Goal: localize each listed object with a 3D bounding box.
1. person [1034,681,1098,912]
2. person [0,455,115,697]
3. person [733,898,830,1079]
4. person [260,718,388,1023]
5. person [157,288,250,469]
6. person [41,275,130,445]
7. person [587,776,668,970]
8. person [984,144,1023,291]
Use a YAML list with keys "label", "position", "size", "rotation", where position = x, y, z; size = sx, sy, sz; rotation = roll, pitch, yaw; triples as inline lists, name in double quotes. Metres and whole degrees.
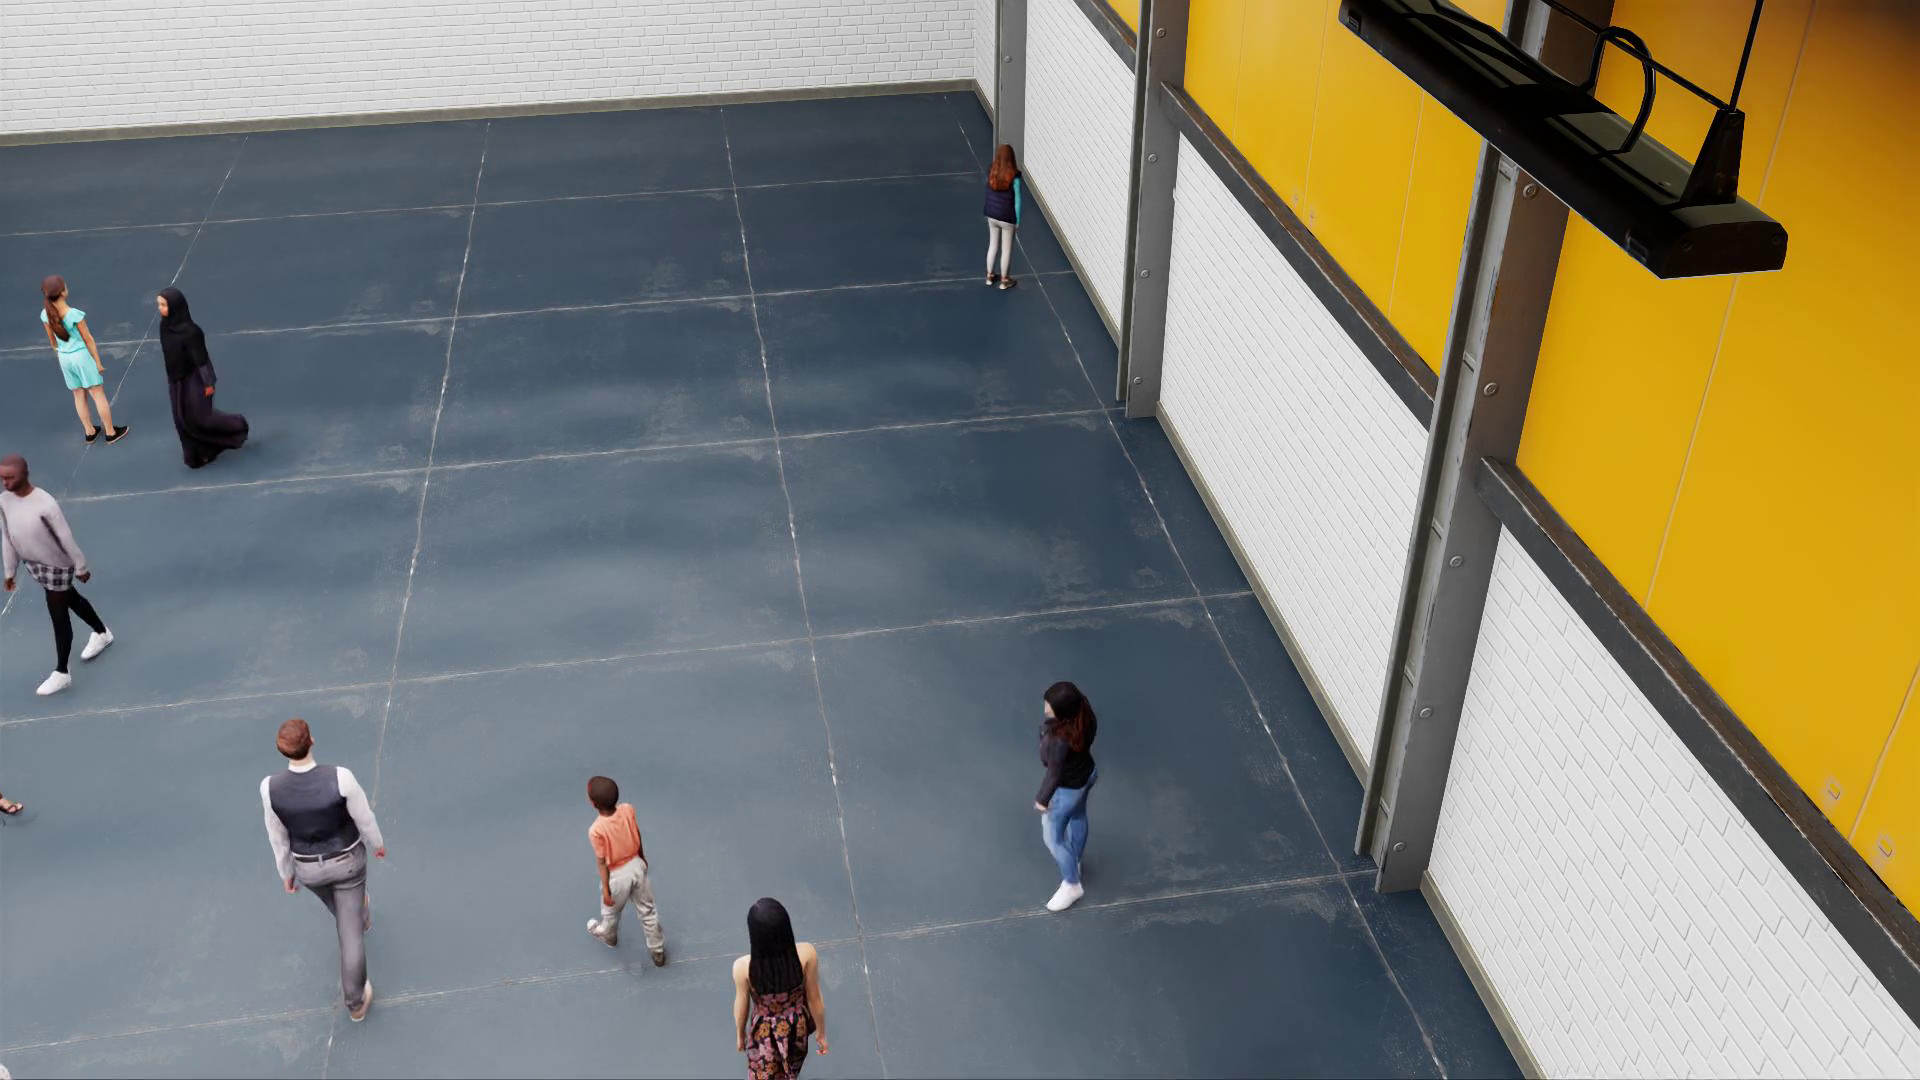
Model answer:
- label: "person"
  position: [0.671, 1.403, 9.864]
  size: [0.873, 1.611, 0.782]
  rotation: [27, 42, 35]
- label: "person"
  position: [-6.308, 0.126, 11.668]
  size: [0.952, 1.741, 1.140]
  rotation: [11, 35, 16]
- label: "person"
  position: [-0.839, 2.520, 8.092]
  size: [0.768, 1.712, 1.257]
  rotation: [-12, 35, -17]
- label: "person"
  position: [-3.415, 1.813, 8.987]
  size: [0.699, 1.900, 1.148]
  rotation: [-4, 34, -6]
- label: "person"
  position: [-6.465, -1.401, 14.089]
  size: [0.867, 1.605, 0.928]
  rotation: [21, 39, 28]
- label: "person"
  position: [-7.623, -1.561, 14.372]
  size: [0.600, 1.558, 0.598]
  rotation: [2, 34, 4]
- label: "person"
  position: [-1.871, 1.910, 9.399]
  size: [0.761, 1.281, 0.868]
  rotation: [-28, 43, -35]
- label: "person"
  position: [0.430, -3.321, 17.076]
  size: [0.684, 1.495, 0.747]
  rotation: [22, 40, 30]
